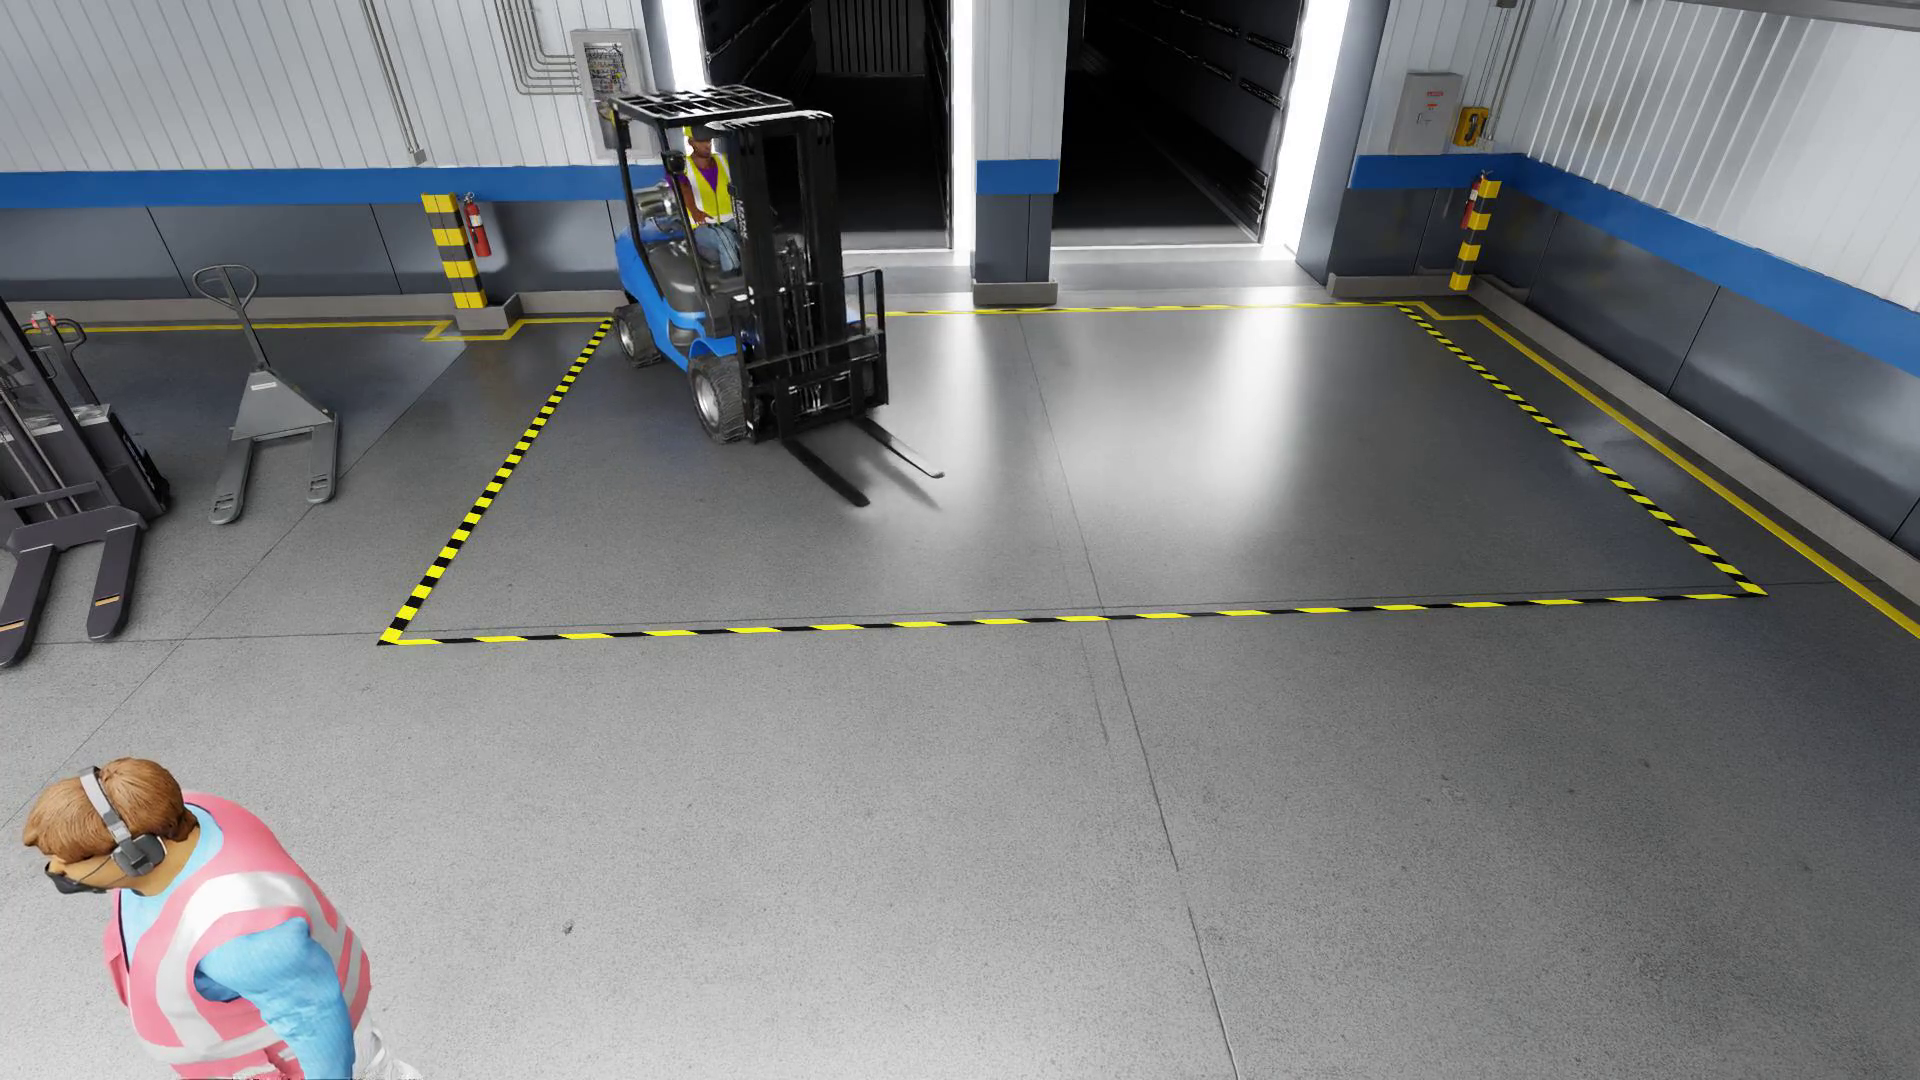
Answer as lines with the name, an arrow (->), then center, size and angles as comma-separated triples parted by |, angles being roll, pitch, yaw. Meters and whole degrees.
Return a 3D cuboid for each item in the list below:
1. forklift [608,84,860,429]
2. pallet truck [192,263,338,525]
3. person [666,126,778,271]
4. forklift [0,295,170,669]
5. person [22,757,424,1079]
forklift -> -1.758, -2.259, 6.926 | 1.157, 2.036, 2.680 | -22, 41, -29
pallet truck -> -4.778, -1.027, 6.128 | 0.680, 1.201, 1.601 | -17, 38, -23
person -> -1.729, -2.383, 6.775 | 0.635, 1.294, 1.004 | -22, 41, -29
forklift -> -5.212, -0.618, 4.878 | 0.823, 1.965, 1.885 | -20, 39, -26
person -> -1.745, 1.228, 2.360 | 0.622, 1.843, 0.431 | 24, 41, 30
